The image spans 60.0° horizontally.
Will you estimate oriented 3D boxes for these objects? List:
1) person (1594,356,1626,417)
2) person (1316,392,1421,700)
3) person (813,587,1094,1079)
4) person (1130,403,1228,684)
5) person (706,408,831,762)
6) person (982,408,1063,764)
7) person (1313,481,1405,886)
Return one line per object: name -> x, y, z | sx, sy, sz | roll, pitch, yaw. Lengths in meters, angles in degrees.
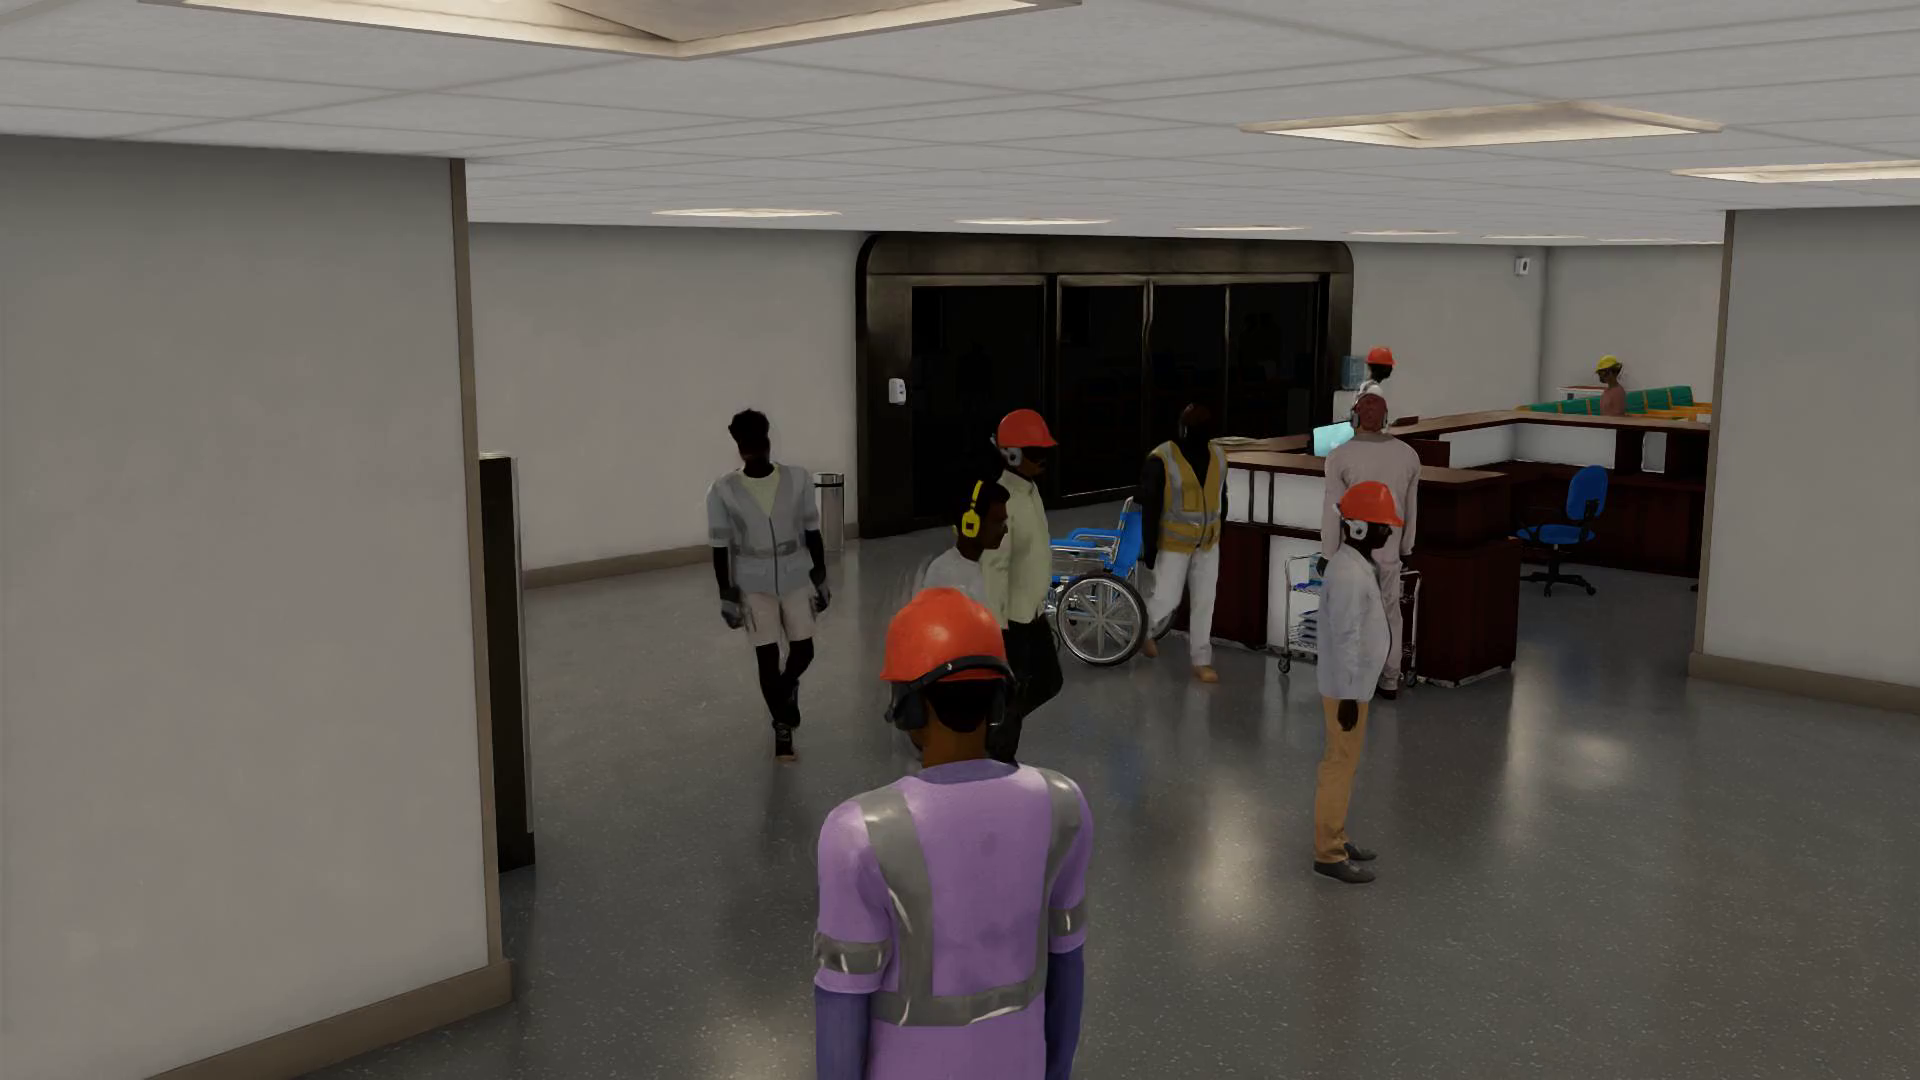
person -> 6.949, -1.082, 17.643 | 0.435, 1.733, 0.548 | 0, 9, 1
person -> 2.482, 0.049, 10.220 | 0.651, 1.906, 0.401 | -3, 10, -17
person -> -0.029, 1.106, 3.386 | 0.611, 2.029, 0.412 | -6, 11, -31
person -> 1.413, -0.002, 10.841 | 0.639, 1.816, 0.718 | -4, 10, -24
person -> -1.037, 0.231, 9.038 | 0.679, 1.927, 0.652 | -3, 10, -18
person -> 0.271, 0.343, 8.163 | 0.466, 1.983, 0.637 | 3, 10, 18
person -> 1.732, 0.608, 7.263 | 0.347, 1.746, 0.573 | 3, 10, 17
